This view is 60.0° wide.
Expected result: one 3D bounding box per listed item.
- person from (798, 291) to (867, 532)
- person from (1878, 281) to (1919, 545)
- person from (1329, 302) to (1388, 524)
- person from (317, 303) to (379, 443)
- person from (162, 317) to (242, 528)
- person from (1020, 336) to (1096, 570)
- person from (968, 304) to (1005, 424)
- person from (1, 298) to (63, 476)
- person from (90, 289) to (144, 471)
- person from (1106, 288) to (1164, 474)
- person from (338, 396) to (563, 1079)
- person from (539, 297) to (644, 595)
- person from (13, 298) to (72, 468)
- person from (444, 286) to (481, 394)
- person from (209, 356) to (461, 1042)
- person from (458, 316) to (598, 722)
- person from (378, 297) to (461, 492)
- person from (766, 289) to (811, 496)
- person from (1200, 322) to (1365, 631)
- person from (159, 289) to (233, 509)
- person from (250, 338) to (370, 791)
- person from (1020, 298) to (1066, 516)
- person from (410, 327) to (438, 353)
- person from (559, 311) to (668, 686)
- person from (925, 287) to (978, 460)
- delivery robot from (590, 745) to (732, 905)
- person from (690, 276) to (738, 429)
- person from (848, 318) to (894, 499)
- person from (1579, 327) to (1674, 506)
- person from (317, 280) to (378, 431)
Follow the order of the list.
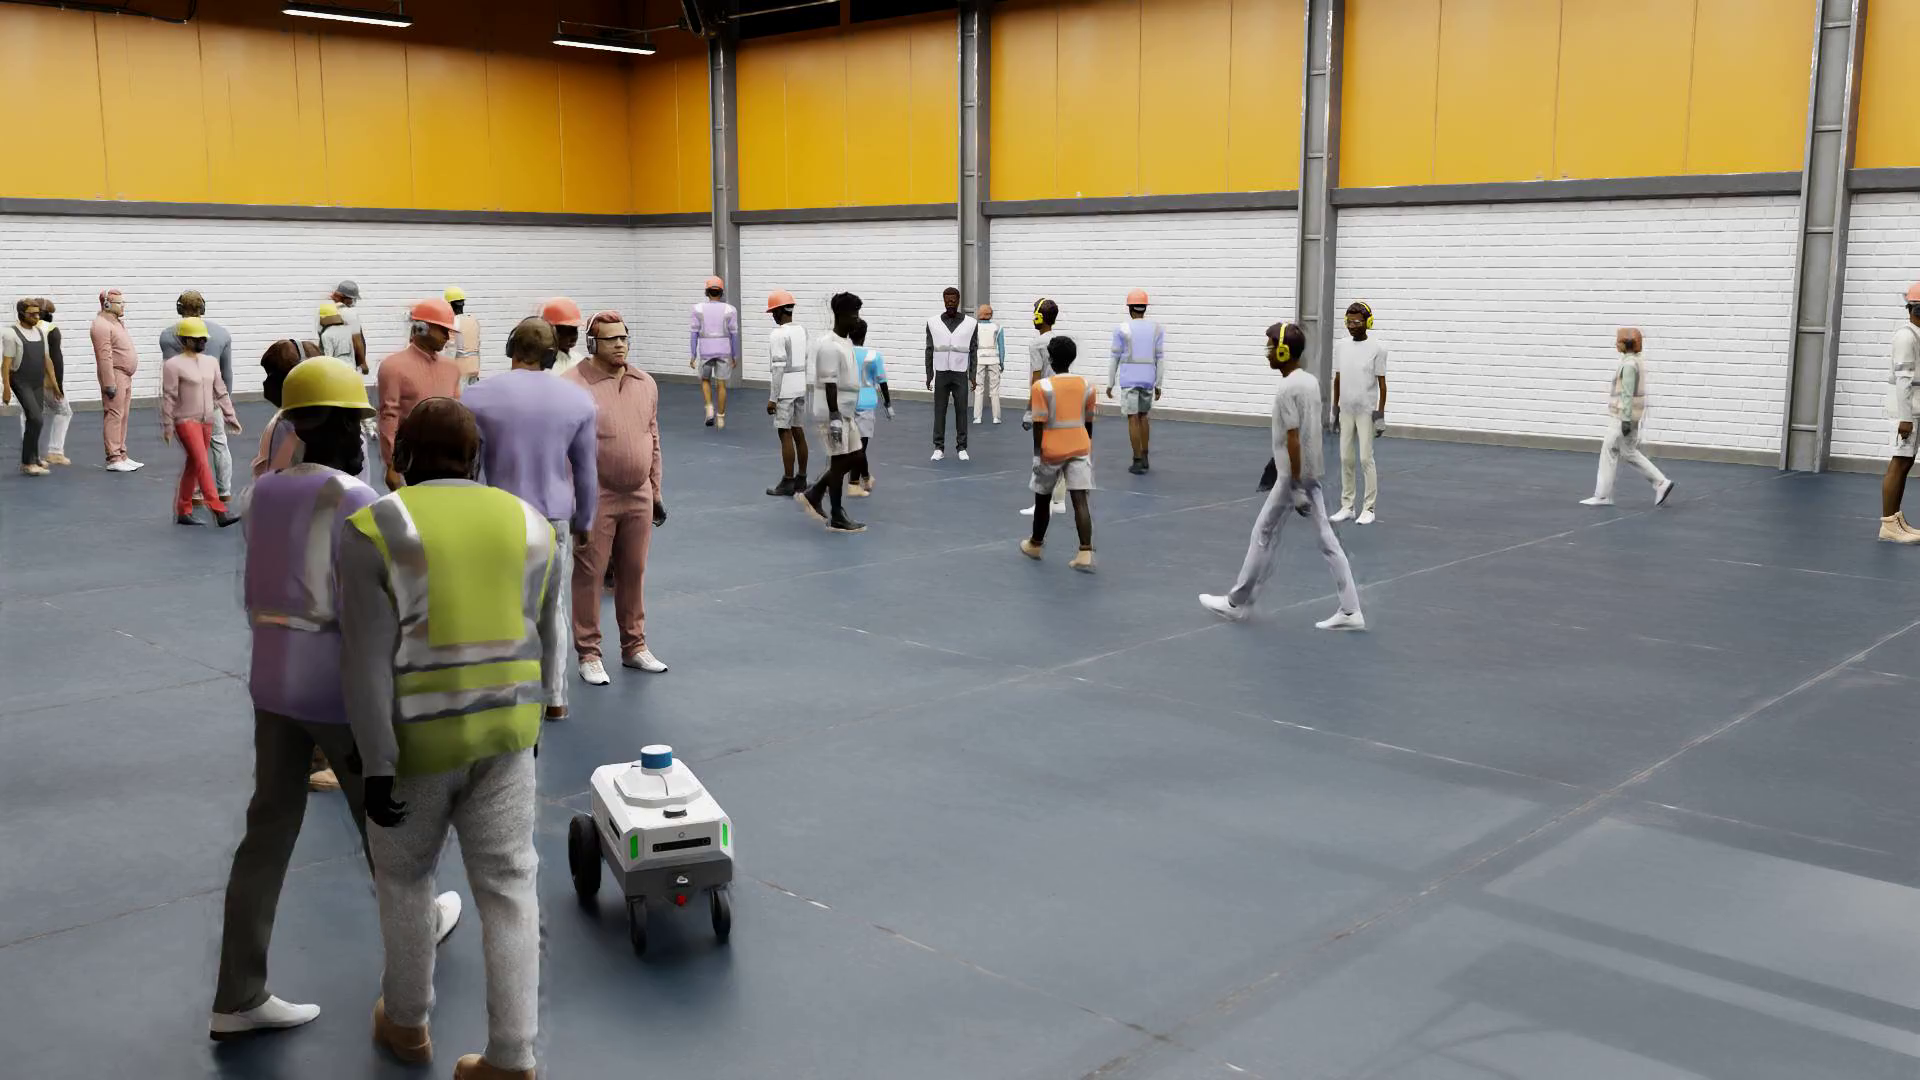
[{"bbox_3d":[-1.021,-1.027,13.400,0.525,1.943,0.602,2,10,14],"label":"person"},{"bbox_3d":[7.396,-0.993,12.903,0.375,2.042,0.608,7,12,37],"label":"person"},{"bbox_3d":[3.310,-1.049,13.841,0.370,1.853,0.490,-9,13,-44],"label":"person"},{"bbox_3d":[-7.420,-2.003,20.098,0.640,1.709,0.502,4,10,23],"label":"person"},{"bbox_3d":[-6.146,-0.946,13.575,0.898,1.725,0.542,3,10,19],"label":"person"},{"bbox_3d":[0.724,-0.623,11.827,0.552,1.645,0.878,-4,10,-23],"label":"person"},{"bbox_3d":[0.356,-2.389,22.688,0.514,1.639,0.310,0,9,0],"label":"person"},{"bbox_3d":[-9.458,-1.549,16.958,0.499,1.824,0.524,2,9,10],"label":"person"},{"bbox_3d":[-8.861,-1.677,17.504,0.407,1.906,0.655,-2,10,-14],"label":"person"},{"bbox_3d":[1.812,-1.648,17.318,0.554,1.914,0.641,-3,10,-16],"label":"person"},{"bbox_3d":[-1.331,0.530,4.359,0.646,1.785,0.840,-9,13,-42],"label":"person"},{"bbox_3d":[-2.580,-0.596,10.796,1.029,1.938,0.656,5,10,26],"label":"person"},{"bbox_3d":[-9.729,-1.654,17.654,0.662,1.806,0.575,2,9,10],"label":"person"},{"bbox_3d":[-5.600,-1.875,18.664,0.383,1.923,0.590,3,10,20],"label":"person"},{"bbox_3d":[-1.818,0.421,4.753,0.600,1.870,0.938,5,10,27],"label":"person"},{"bbox_3d":[-2.063,-0.080,7.768,0.749,1.911,0.498,-5,10,-27],"label":"person"},{"bbox_3d":[-3.381,-0.515,10.242,0.829,1.951,0.659,6,11,33],"label":"person"},{"bbox_3d":[-1.637,-1.375,15.589,0.372,1.928,0.543,5,10,26],"label":"person"},{"bbox_3d":[1.946,-0.371,9.803,1.025,1.806,0.487,7,12,37],"label":"person"},{"bbox_3d":[-6.748,-1.241,14.732,0.373,1.940,0.629,7,12,38],"label":"person"},{"bbox_3d":[-2.663,0.098,6.824,0.634,1.841,0.429,8,13,42],"label":"person"},{"bbox_3d":[0.726,-1.137,14.304,0.328,1.873,0.517,8,12,39],"label":"person"},{"bbox_3d":[-5.315,-1.367,16.565,0.852,1.583,0.516,0,9,-2],"label":"person"},{"bbox_3d":[-1.786,-0.223,8.590,0.407,1.908,0.641,9,13,42],"label":"person"},{"bbox_3d":[-0.092,-1.844,18.494,0.591,1.919,0.392,0,9,0],"label":"person"},{"bbox_3d":[-0.988,0.917,5.449,0.477,0.478,0.707,-4,10,-22],"label":"delivery robot"},{"bbox_3d":[-3.263,-2.483,22.083,0.651,2.023,0.470,-1,9,-8],"label":"person"},{"bbox_3d":[-0.886,-1.234,15.542,0.576,1.653,0.793,5,11,28],"label":"person"},{"bbox_3d":[5.974,-1.089,14.796,0.702,1.612,0.521,5,11,30],"label":"person"},{"bbox_3d":[-7.717,-2.300,20.913,0.760,2.000,0.835,8,12,39],"label":"person"}]
